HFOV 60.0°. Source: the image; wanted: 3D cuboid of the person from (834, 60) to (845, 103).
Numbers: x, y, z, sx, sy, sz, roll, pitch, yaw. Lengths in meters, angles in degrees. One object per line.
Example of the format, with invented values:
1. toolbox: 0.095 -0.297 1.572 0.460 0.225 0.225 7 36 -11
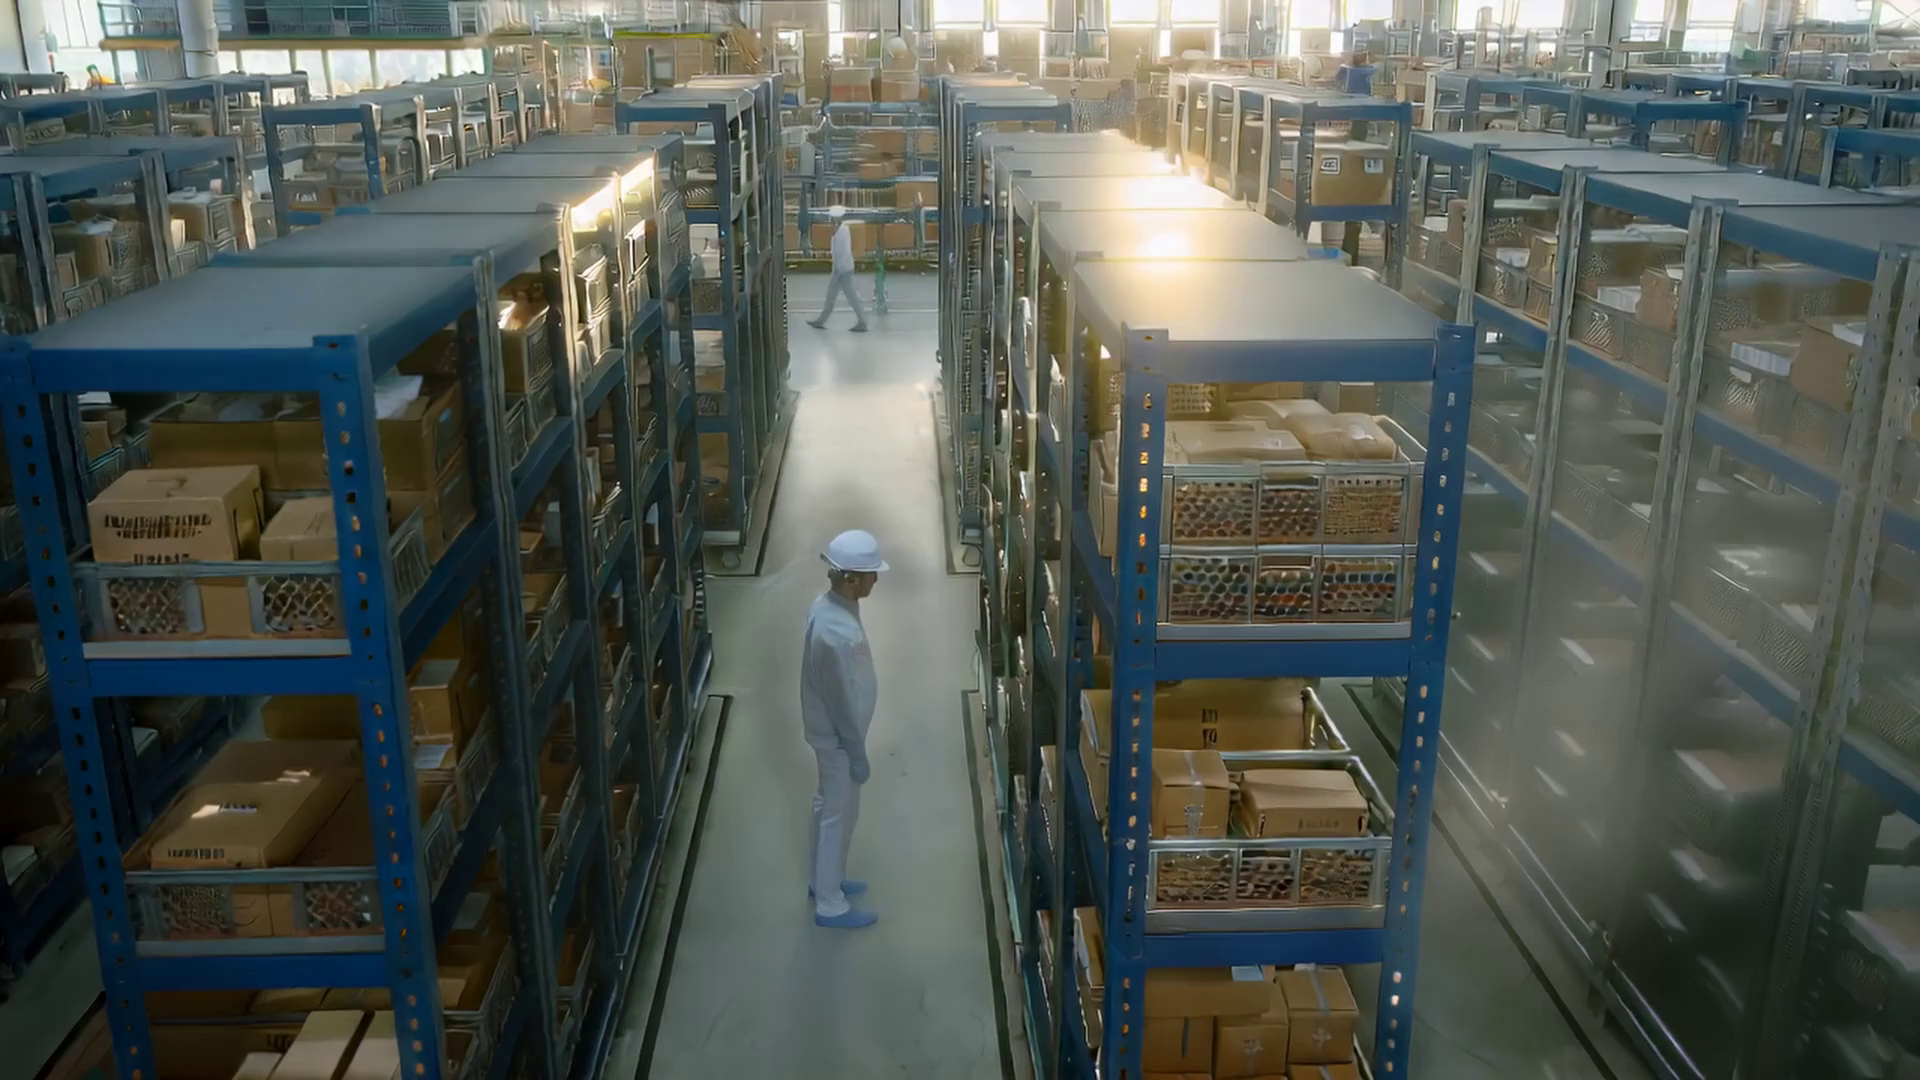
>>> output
1. person: -5.307 -20.125 73.128 0.543 1.904 0.949 -7 19 -21

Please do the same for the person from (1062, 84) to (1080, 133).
1. person: 3.423 -13.125 51.449 0.553 1.896 0.670 0 18 1

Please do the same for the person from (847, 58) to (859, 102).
1. person: -4.815 -20.703 74.868 0.590 1.920 0.398 6 19 17

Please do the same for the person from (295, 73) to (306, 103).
1. person: -24.386 -16.267 61.291 0.705 1.818 0.514 3 18 9

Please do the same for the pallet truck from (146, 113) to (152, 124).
1. pallet truck: -18.087 -8.309 36.390 1.885 1.965 0.823 -1 18 -4

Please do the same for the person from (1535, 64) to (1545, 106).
1. person: 24.099 -18.862 69.279 0.502 1.861 0.334 -9 20 -26

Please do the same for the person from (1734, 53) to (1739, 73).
1. person: 42.430 -25.792 91.033 0.873 1.644 0.544 2 18 7

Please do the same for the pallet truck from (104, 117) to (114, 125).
1. pallet truck: -18.367 -7.885 35.078 1.885 1.965 0.823 1 18 2

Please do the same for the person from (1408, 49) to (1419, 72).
1. person: 23.378 -24.255 85.665 0.536 2.000 0.688 -1 18 -2

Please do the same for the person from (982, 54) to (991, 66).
1. person: 1.436 -23.959 85.193 0.634 1.785 0.938 -14 23 -38

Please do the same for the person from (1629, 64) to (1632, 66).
1. person: 32.150 -22.517 80.449 0.635 1.940 0.367 -2 18 -5

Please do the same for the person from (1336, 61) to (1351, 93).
1. person: 16.615 -19.796 72.129 0.670 1.887 0.369 11 21 31

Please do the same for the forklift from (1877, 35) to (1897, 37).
1. forklift: 44.183 -22.805 79.833 1.129 2.768 1.873 -1 18 -2

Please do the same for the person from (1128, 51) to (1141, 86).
1. person: 9.323 -25.118 88.666 0.806 1.840 0.520 -6 19 -17

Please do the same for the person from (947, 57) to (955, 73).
1. person: -0.406 -21.186 76.381 0.376 1.913 0.588 3 18 8

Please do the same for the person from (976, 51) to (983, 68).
1. person: 1.196 -25.768 90.730 0.931 1.796 0.660 9 20 25

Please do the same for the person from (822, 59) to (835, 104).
1. person: -5.834 -20.370 73.834 0.637 1.932 1.034 2 18 7

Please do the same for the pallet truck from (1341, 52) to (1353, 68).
1. pallet truck: 18.794 -23.123 82.231 0.823 1.965 1.885 -13 22 -35

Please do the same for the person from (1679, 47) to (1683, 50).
1. person: 40.706 -26.906 94.062 0.602 1.910 0.622 -7 19 -20

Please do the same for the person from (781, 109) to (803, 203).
1. person: -3.758 -8.535 37.016 0.388 2.041 0.615 16 24 41

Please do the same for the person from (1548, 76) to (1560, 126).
1. person: 21.569 -15.936 60.375 0.330 1.760 0.522 -7 19 -20

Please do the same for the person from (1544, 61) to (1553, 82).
1. person: 25.397 -19.742 71.953 0.575 1.881 0.356 -16 24 -41

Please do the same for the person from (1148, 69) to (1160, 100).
1. person: 7.859 -18.208 67.430 0.484 1.744 0.295 4 18 13

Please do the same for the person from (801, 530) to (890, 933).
1. person: -0.536 0.905 7.920 0.432 1.978 0.611 -4 18 -13

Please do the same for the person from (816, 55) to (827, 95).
1. person: -6.637 -22.412 80.249 0.607 1.854 0.817 2 18 7

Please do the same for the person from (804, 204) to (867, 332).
1. person: -1.669 -3.646 22.389 0.892 1.714 0.549 0 18 0

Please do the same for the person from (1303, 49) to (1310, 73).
1. person: 18.591 -25.396 89.420 0.458 1.894 0.638 9 20 26

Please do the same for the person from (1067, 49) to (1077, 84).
1. person: 6.157 -25.873 90.906 0.620 1.892 0.639 -3 18 -9

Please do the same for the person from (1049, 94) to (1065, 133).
1. person: 2.801 -11.798 47.475 0.605 1.819 0.610 -11 21 -32
